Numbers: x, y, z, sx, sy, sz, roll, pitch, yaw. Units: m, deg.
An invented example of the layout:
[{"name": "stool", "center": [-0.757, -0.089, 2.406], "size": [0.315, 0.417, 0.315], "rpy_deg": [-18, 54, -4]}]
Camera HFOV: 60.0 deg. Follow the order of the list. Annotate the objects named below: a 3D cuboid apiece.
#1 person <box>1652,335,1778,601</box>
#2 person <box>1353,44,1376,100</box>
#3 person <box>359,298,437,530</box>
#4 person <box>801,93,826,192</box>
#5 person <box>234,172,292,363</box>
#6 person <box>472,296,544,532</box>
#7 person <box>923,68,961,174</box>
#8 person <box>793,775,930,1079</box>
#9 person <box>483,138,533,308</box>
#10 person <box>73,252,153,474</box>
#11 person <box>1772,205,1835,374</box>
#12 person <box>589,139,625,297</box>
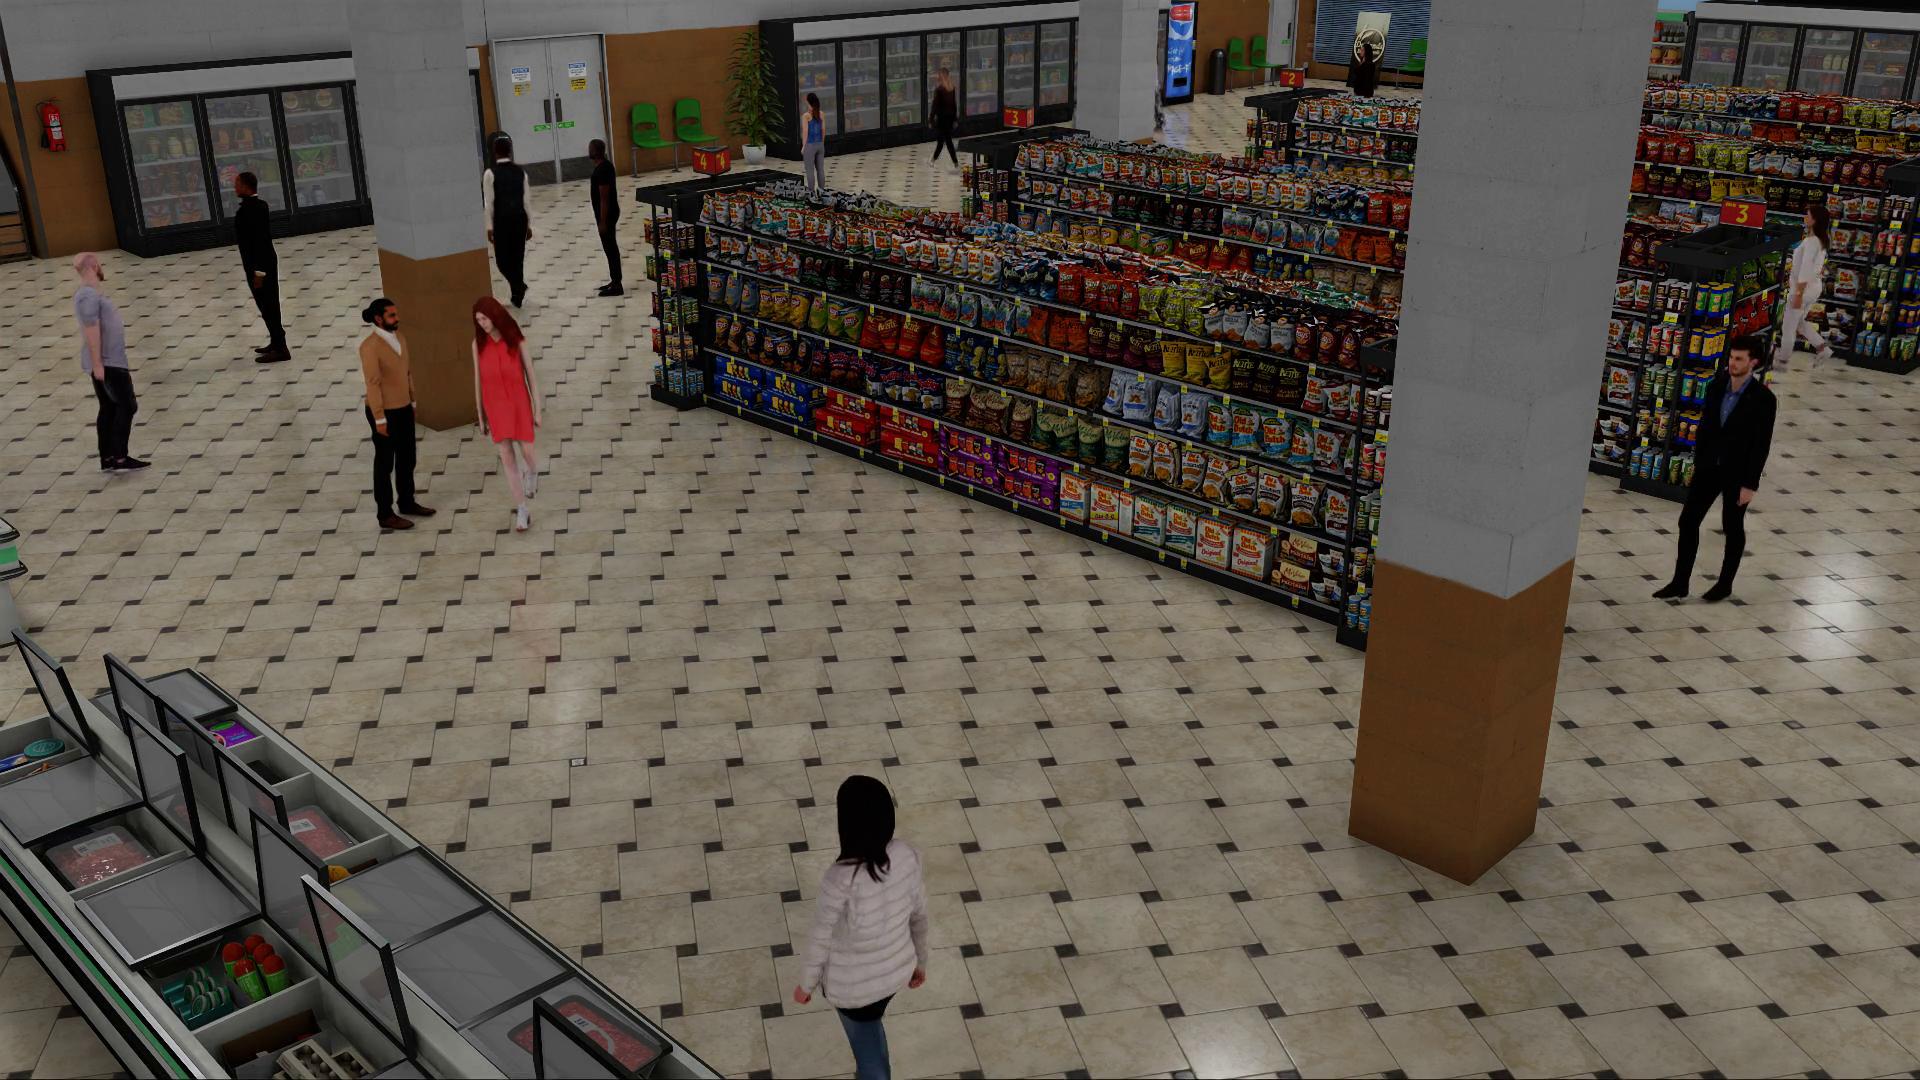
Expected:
[{"name": "person", "center": [5.217, -0.474, 11.192], "size": [0.906, 1.869, 0.903], "rpy_deg": [-14, 26, -31]}, {"name": "person", "center": [7.475, -8.275, 30.754], "size": [0.833, 1.758, 0.761], "rpy_deg": [-1, 22, -4]}, {"name": "person", "center": [-4.308, -0.965, 12.574], "size": [0.746, 1.749, 0.746], "rpy_deg": [6, 23, 14]}, {"name": "person", "center": [-2.214, -5.931, 25.118], "size": [0.569, 1.610, 0.541], "rpy_deg": [-19, 28, -38]}, {"name": "person", "center": [-7.087, -2.772, 16.864], "size": [0.857, 1.904, 0.720], "rpy_deg": [-7, 23, -17]}, {"name": "person", "center": [-3.390, -0.968, 12.511], "size": [0.870, 1.801, 0.947], "rpy_deg": [-3, 22, -7]}, {"name": "person", "center": [-0.186, -6.874, 27.406], "size": [1.092, 1.655, 0.686], "rpy_deg": [18, 28, 37]}, {"name": "person", "center": [-0.297, 1.647, 6.241], "size": [0.579, 1.624, 0.624], "rpy_deg": [19, 29, 39]}, {"name": "person", "center": [-5.060, -3.539, 18.775], "size": [0.828, 1.902, 1.014], "rpy_deg": [-13, 25, -29]}, {"name": "person", "center": [-7.053, -1.422, 13.644], "size": [0.866, 1.799, 0.629], "rpy_deg": [-7, 23, -17]}, {"name": "person", "center": [8.372, -2.445, 16.349], "size": [0.872, 1.680, 0.656], "rpy_deg": [17, 27, 36]}, {"name": "person", "center": [-4.136, -3.784, 19.496], "size": [0.810, 1.818, 0.723], "rpy_deg": [-3, 22, -6]}]
